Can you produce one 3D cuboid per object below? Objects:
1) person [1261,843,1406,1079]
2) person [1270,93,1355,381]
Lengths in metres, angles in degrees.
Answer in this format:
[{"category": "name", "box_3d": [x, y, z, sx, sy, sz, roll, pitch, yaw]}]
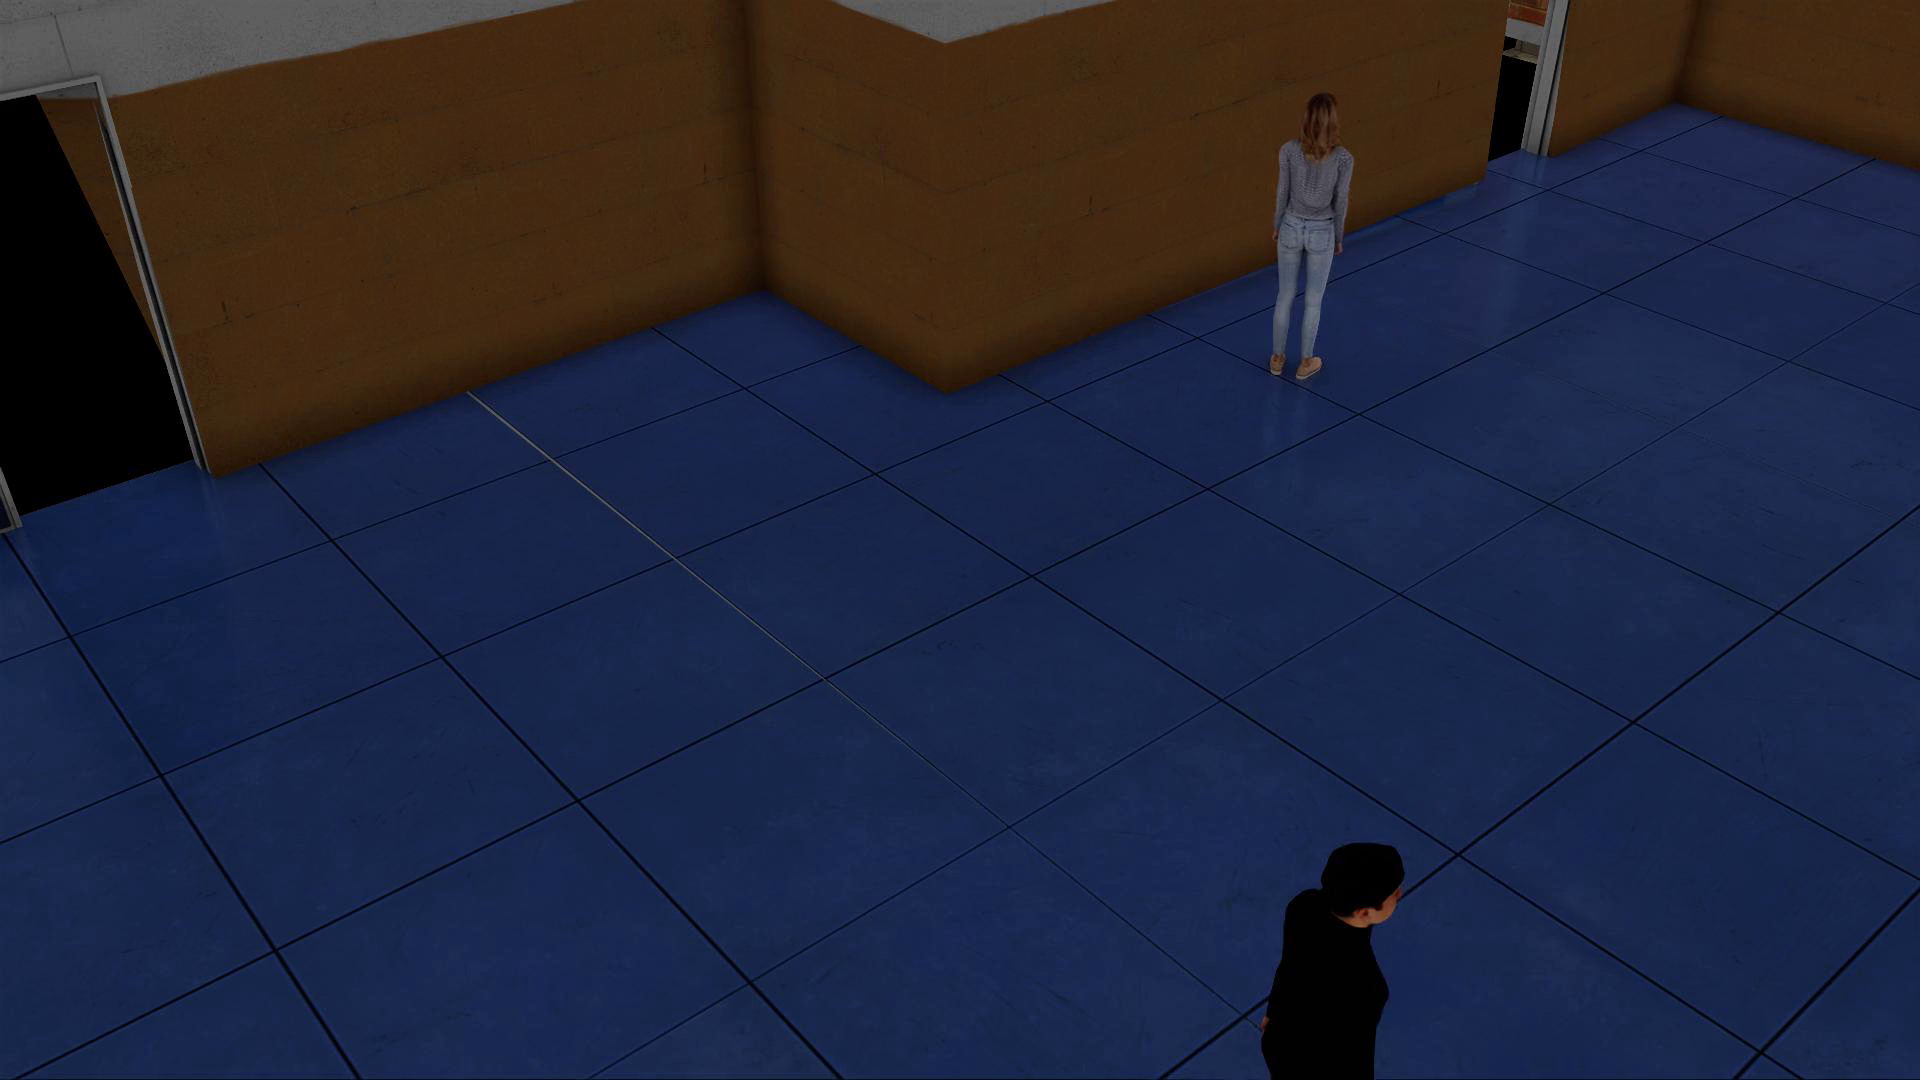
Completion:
[{"category": "person", "box_3d": [0.991, 1.584, 5.024, 1.088, 1.693, 1.124, -3, 34, -4]}, {"category": "person", "box_3d": [2.098, -1.827, 10.059, 0.596, 1.796, 0.722, 13, 36, 19]}]
